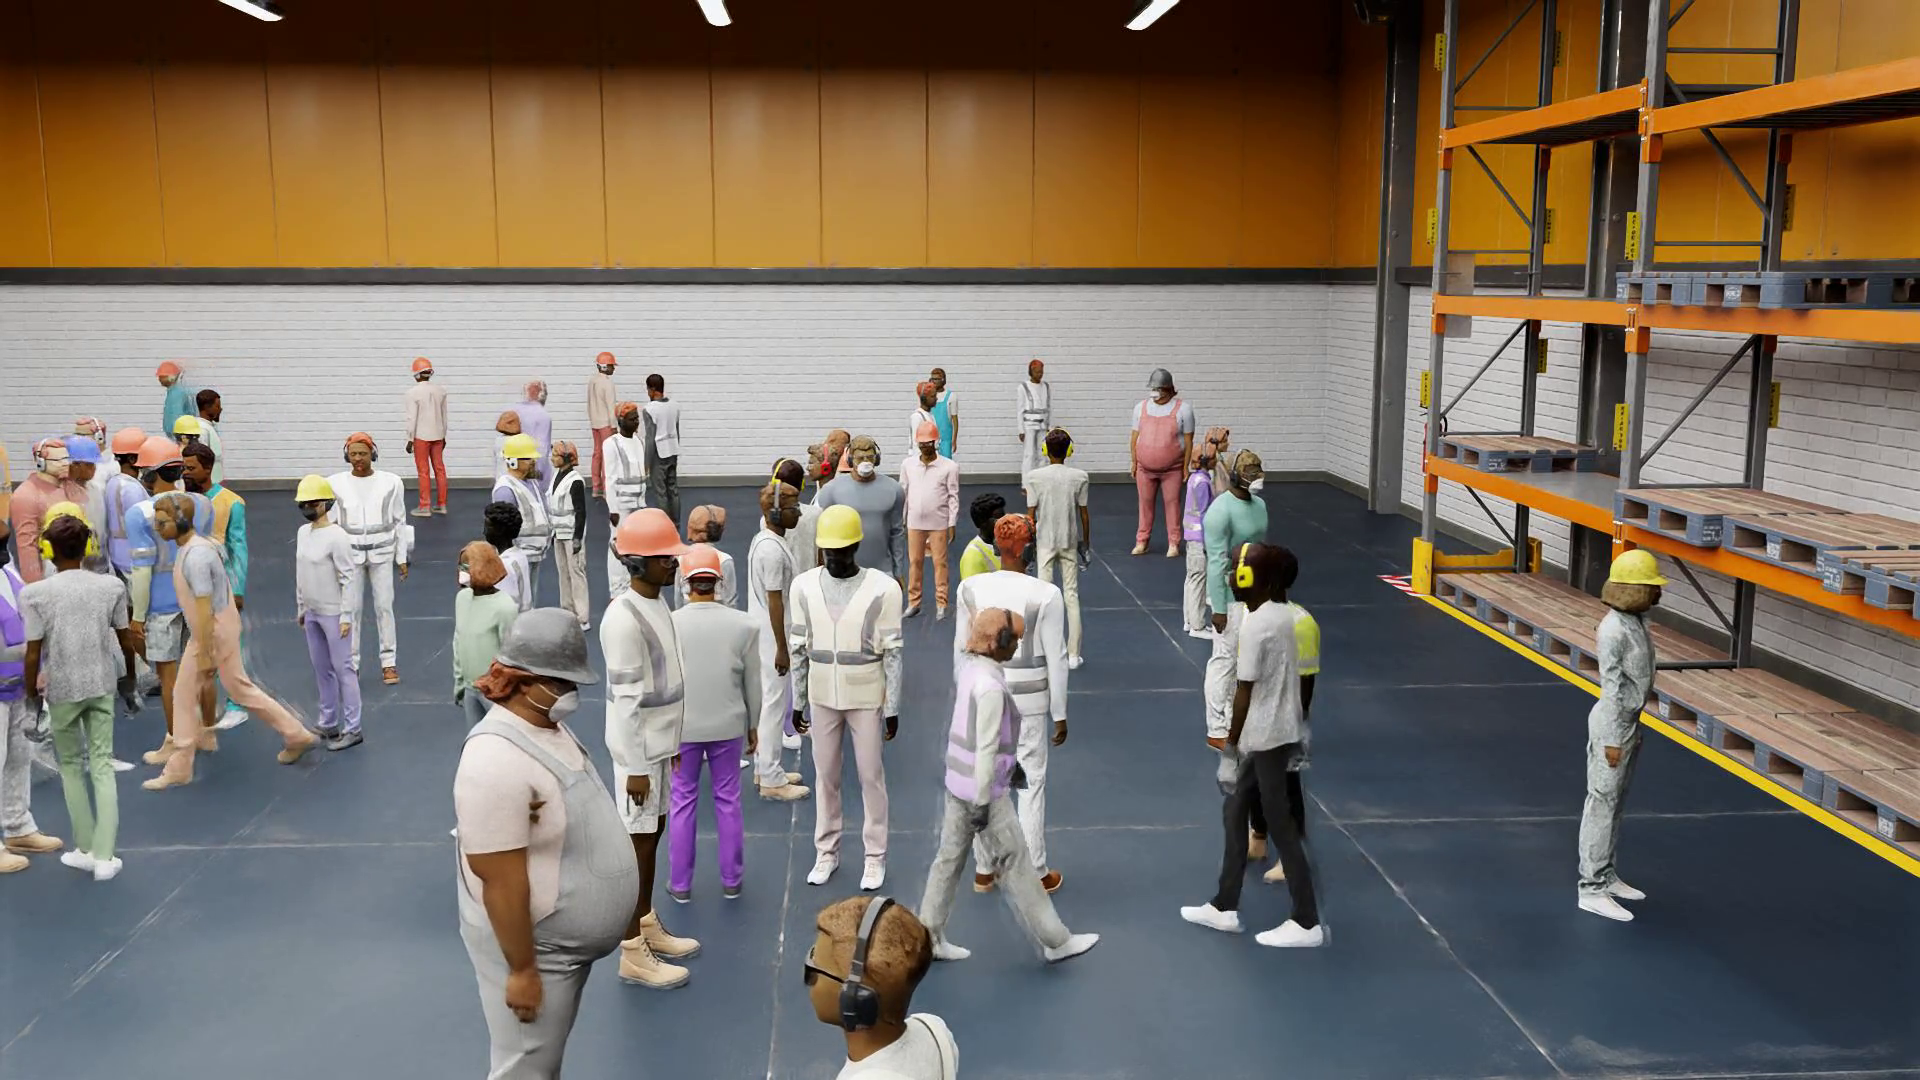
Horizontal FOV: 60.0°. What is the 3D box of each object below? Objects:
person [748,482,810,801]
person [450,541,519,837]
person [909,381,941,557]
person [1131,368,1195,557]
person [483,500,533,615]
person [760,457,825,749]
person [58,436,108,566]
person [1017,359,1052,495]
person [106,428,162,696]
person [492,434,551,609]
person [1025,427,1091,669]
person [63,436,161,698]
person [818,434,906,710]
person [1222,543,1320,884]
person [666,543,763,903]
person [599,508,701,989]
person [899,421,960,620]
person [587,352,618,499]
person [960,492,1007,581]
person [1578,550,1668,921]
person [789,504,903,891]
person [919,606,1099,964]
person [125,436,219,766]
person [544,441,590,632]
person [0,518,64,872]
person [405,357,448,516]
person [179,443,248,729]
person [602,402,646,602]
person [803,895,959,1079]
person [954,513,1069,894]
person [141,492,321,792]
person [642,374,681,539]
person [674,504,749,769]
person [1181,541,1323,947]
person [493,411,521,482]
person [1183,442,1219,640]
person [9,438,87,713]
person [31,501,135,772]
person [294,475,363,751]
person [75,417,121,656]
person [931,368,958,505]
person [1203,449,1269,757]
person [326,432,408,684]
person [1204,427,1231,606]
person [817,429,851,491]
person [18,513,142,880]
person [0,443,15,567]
[{"bbox_3d":[-1.063,0.579,9.632,0.326,1.843,0.515,-2,9,-12],"label":"person"},{"bbox_3d":[-2.517,0.809,8.848,0.499,1.634,0.285,7,11,38],"label":"person"},{"bbox_3d":[-0.382,-0.771,17.988,0.337,1.882,0.584,2,9,12],"label":"person"},{"bbox_3d":[2.145,-0.831,17.874,0.689,2.000,0.538,4,10,21],"label":"person"},{"bbox_3d":[-2.692,0.609,9.912,0.315,1.696,0.541,-1,9,-8],"label":"person"},{"bbox_3d":[-1.081,0.404,10.656,0.521,1.872,0.336,-8,12,-43],"label":"person"},{"bbox_3d":[-6.623,0.133,12.487,0.347,1.834,0.518,4,10,21],"label":"person"},{"bbox_3d":[1.028,-1.540,22.861,0.589,1.871,0.348,-7,11,-38],"label":"person"},{"bbox_3d":[-5.914,0.159,11.981,0.362,1.938,0.545,-8,12,-41],"label":"person"},{"bbox_3d":[-3.312,0.108,12.627,0.404,1.830,0.601,0,9,2],"label":"person"},{"bbox_3d":[0.741,0.067,12.779,0.530,1.869,0.311,-1,9,-4],"label":"person"},{"bbox_3d":[-6.087,0.227,11.676,1.027,1.884,0.653,3,10,19],"label":"person"},{"bbox_3d":[-0.671,0.232,11.518,0.634,1.937,0.355,-3,10,-20],"label":"person"},{"bbox_3d":[1.560,0.860,8.337,0.316,1.696,0.541,-6,11,-31],"label":"person"},{"bbox_3d":[-1.240,0.883,8.059,0.573,1.741,0.355,-3,10,-18],"label":"person"},{"bbox_3d":[-1.320,0.877,7.142,0.379,2.045,0.605,0,9,2],"label":"person"},{"bbox_3d":[-0.286,-0.169,14.615,0.563,1.752,0.324,2,9,14],"label":"person"},{"bbox_3d":[-4.822,-1.561,22.613,0.392,1.989,0.618,-8,12,-40],"label":"person"},{"bbox_3d":[0.160,0.546,10.306,0.317,1.695,0.540,3,9,17],"label":"person"},{"bbox_3d":[3.151,0.906,7.896,0.299,1.745,0.483,6,11,33],"label":"person"},{"bbox_3d":[-0.569,0.772,8.201,0.586,1.920,0.397,3,9,16],"label":"person"},{"bbox_3d":[0.179,1.079,7.265,0.819,1.597,0.511,-2,9,-14],"label":"person"},{"bbox_3d":[-4.872,0.379,10.268,0.370,2.044,0.608,4,10,21],"label":"person"},{"bbox_3d":[-3.321,-0.026,14.079,0.306,1.640,0.522,-7,12,-38],"label":"person"},{"bbox_3d":[-4.920,0.774,8.477,0.429,1.831,0.636,0,9,-1],"label":"person"},{"bbox_3d":[-6.720,-1.298,20.953,0.375,1.995,0.609,6,11,32],"label":"person"},{"bbox_3d":[-5.027,0.301,11.150,0.591,1.919,0.392,3,9,17],"label":"person"},{"bbox_3d":[-3.024,-0.315,15.135,0.362,1.882,0.576,4,10,21],"label":"person"},{"bbox_3d":[-0.174,1.586,3.311,0.345,1.846,0.508,3,9,16],"label":"person"},{"bbox_3d":[0.255,0.805,8.094,0.584,1.882,0.337,5,10,26],"label":"person"},{"bbox_3d":[-4.371,0.575,9.925,0.977,1.784,0.529,-7,11,-37],"label":"person"},{"bbox_3d":[-3.386,-0.930,18.899,0.391,1.915,0.587,5,10,27],"label":"person"},{"bbox_3d":[-1.535,0.600,10.154,0.521,1.637,0.305,7,12,38],"label":"person"},{"bbox_3d":[1.315,0.923,7.532,0.786,1.820,0.656,4,10,24],"label":"person"},{"bbox_3d":[-4.644,-0.518,17.185,0.282,1.633,0.501,-8,12,-42],"label":"person"},{"bbox_3d":[2.016,0.003,13.896,0.309,1.641,0.512,0,9,-1],"label":"person"},{"bbox_3d":[-6.255,0.240,11.570,0.403,1.906,0.652,1,9,5],"label":"person"},{"bbox_3d":[-5.315,0.604,9.932,0.543,1.704,0.538,-5,11,-31],"label":"person"},{"bbox_3d":[-4.064,0.462,10.612,0.533,1.770,0.318,7,11,36],"label":"person"},{"bbox_3d":[-6.869,-0.028,13.249,0.636,1.911,0.405,4,10,24],"label":"person"},{"bbox_3d":[-0.273,-1.287,21.350,0.520,1.844,0.331,4,10,24],"label":"person"},{"bbox_3d":[1.766,0.388,10.540,0.359,1.938,0.635,7,11,36],"label":"person"},{"bbox_3d":[-4.372,0.142,12.259,0.578,1.882,0.346,-3,10,-18],"label":"person"},{"bbox_3d":[2.333,-0.222,15.302,0.313,1.642,0.513,3,10,18],"label":"person"},{"bbox_3d":[-1.132,-0.204,15.252,0.276,1.628,0.503,5,11,31],"label":"person"},{"bbox_3d":[-4.414,0.781,8.349,0.567,1.854,0.520,-8,12,-43],"label":"person"},{"bbox_3d":[-8.438,-0.227,14.451,0.397,1.923,0.590,-5,10,-27],"label":"person"}]
